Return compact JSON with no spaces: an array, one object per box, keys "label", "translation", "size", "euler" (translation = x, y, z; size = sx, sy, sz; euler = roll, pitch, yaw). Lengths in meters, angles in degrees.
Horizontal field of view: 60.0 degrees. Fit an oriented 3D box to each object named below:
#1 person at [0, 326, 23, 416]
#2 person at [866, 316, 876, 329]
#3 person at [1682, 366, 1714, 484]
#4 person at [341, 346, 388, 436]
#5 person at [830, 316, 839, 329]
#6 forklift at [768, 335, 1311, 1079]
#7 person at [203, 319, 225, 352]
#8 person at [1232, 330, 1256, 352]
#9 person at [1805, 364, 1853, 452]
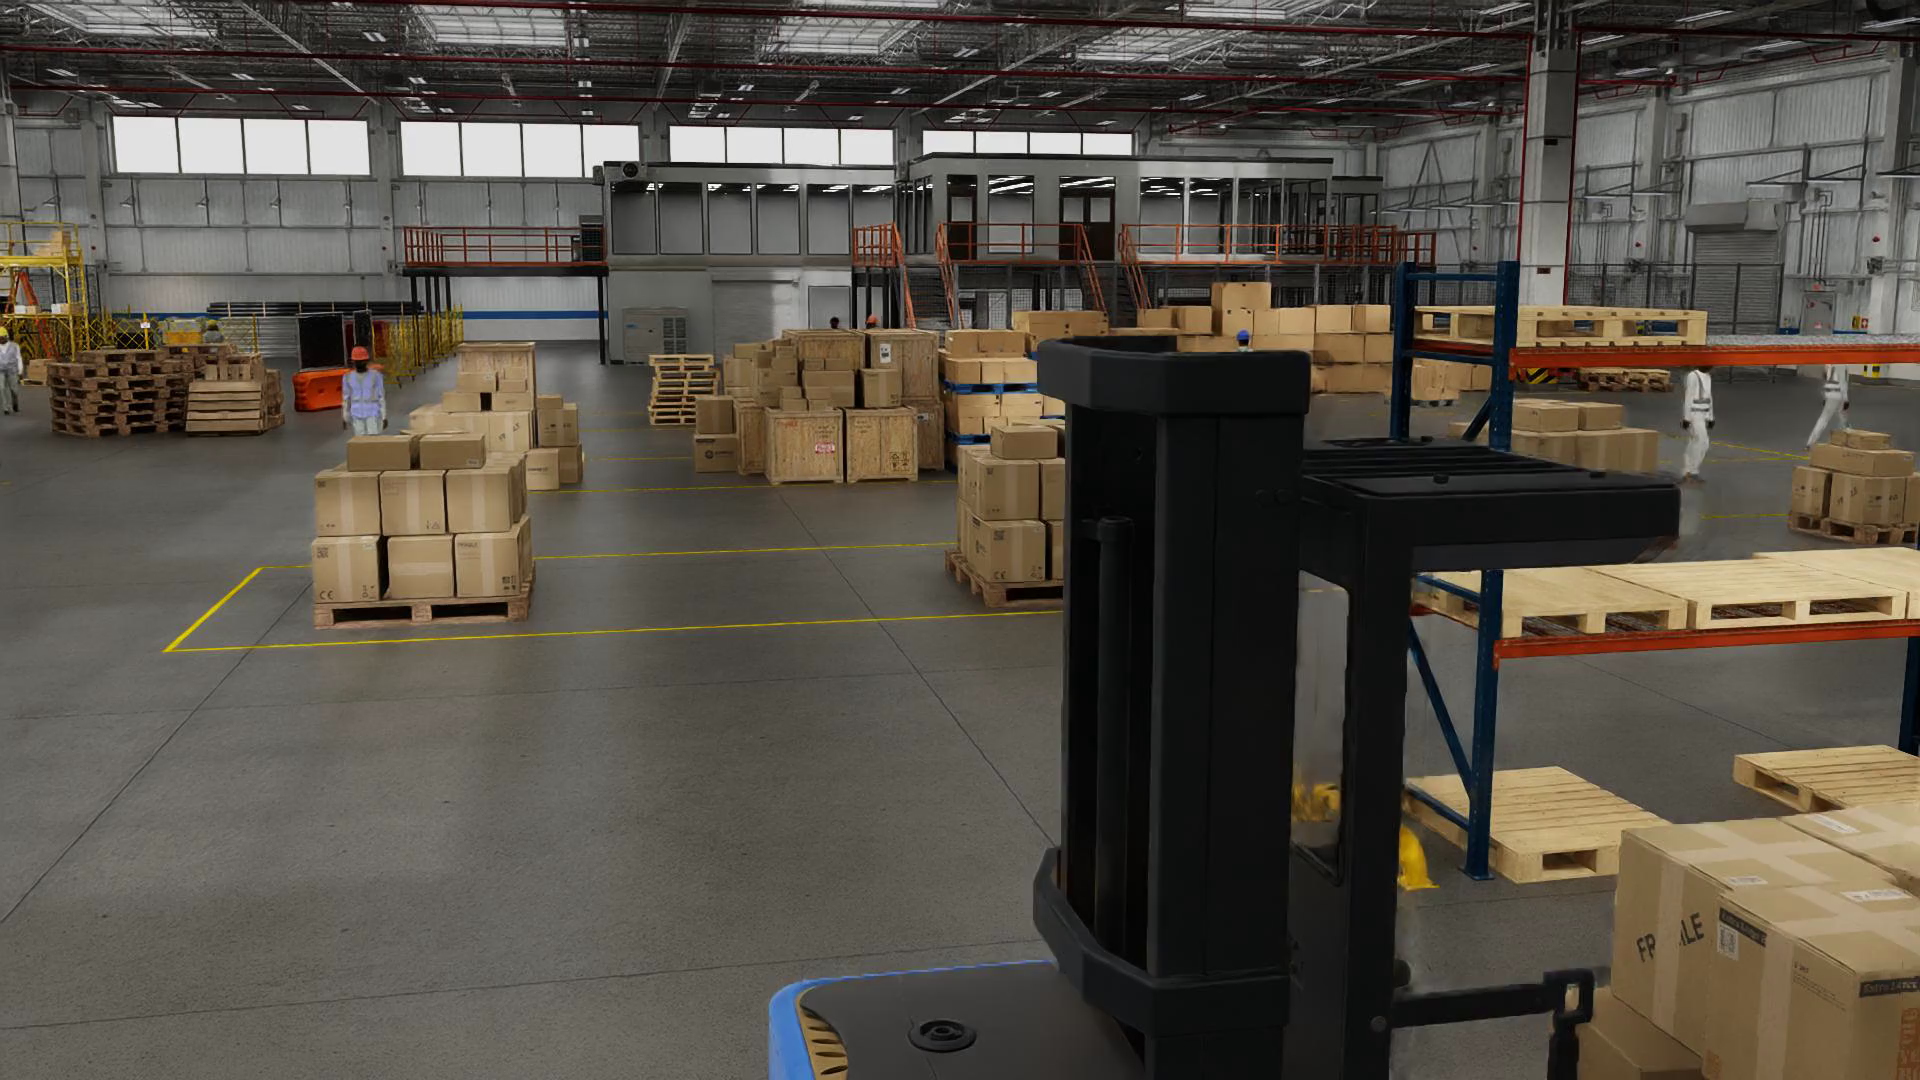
[{"label":"person","translation":[-19.426,-3.443,33.841],"size":[0.615,1.815,0.472],"euler":[-5,10,-27]},{"label":"person","translation":[-1.964,-4.140,37.810],"size":[0.551,1.910,0.796],"euler":[-6,11,-33]},{"label":"person","translation":[10.274,-1.691,23.003],"size":[0.615,1.867,0.526],"euler":[-9,13,-44]},{"label":"person","translation":[-8.248,-1.708,22.964],"size":[0.579,1.912,0.750],"euler":[-1,9,-8]},{"label":"person","translation":[-2.838,-4.127,37.763],"size":[0.638,1.896,0.625],"euler":[4,10,21]},{"label":"forklift","translation":[0.482,0.899,4.146],"size":[1.873,2.768,1.129],"euler":[-2,10,-12]},{"label":"person","translation":[-18.424,-4.595,41.145],"size":[0.480,1.723,0.406],"euler":[-2,10,-13]},{"label":"person","translation":[4.860,-2.632,28.549],"size":[0.601,1.940,0.413],"euler":[-4,10,-22]},{"label":"person","translation":[14.248,-2.314,26.907],"size":[1.003,1.827,0.602],"euler":[3,10,18]}]
